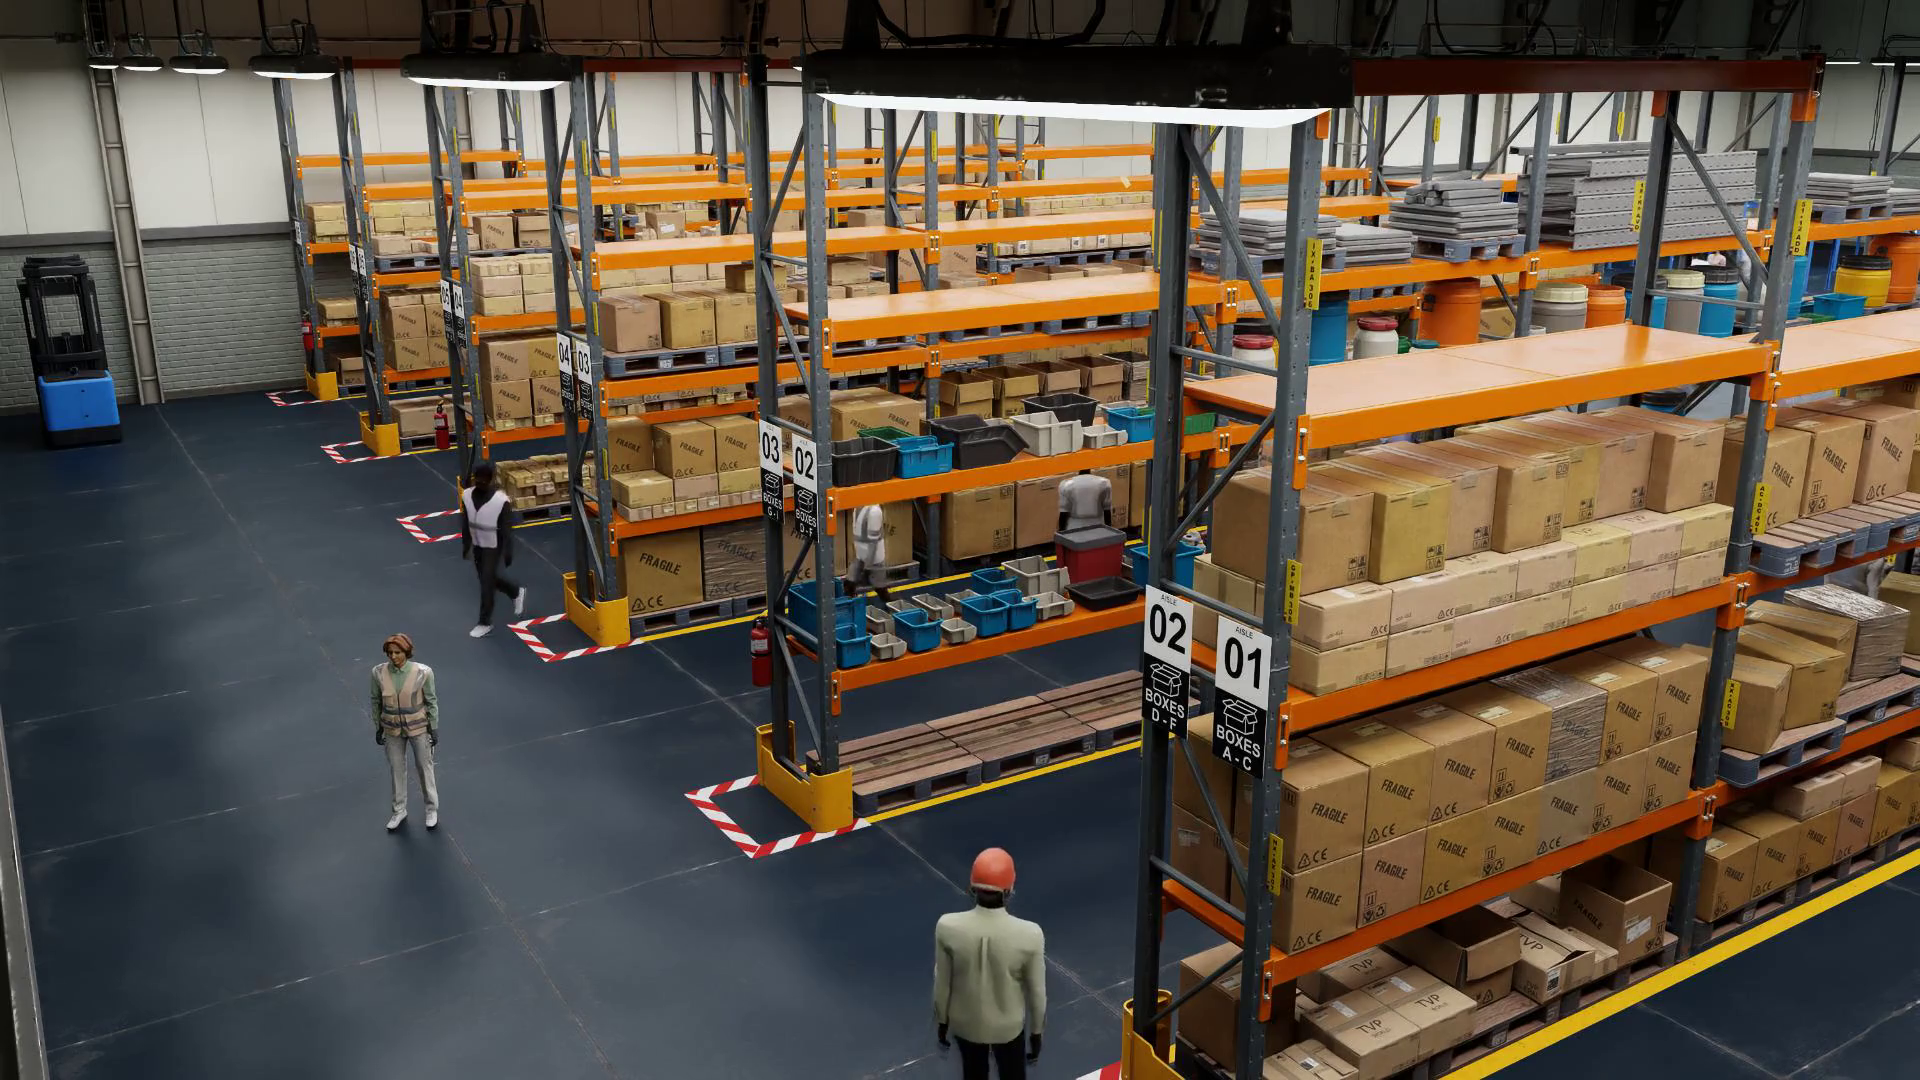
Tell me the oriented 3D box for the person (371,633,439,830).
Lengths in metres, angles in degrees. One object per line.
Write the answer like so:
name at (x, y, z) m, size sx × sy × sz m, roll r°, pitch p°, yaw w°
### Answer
person at (-4.429, 1.523, 12.639) m, size 0.513 × 1.641 × 0.309 m, roll -1°, pitch 17°, yaw -3°

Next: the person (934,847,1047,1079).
person at (0.150, 2.614, 8.503) m, size 0.620 × 1.977 × 0.645 m, roll 3°, pitch 17°, yaw 10°

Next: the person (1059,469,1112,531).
person at (1.366, -0.091, 17.380) m, size 0.613 × 1.963 × 0.362 m, roll -3°, pitch 17°, yaw -10°

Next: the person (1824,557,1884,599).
person at (8.655, 0.611, 15.301) m, size 0.404 × 1.834 × 0.591 m, roll -5°, pitch 18°, yaw -17°

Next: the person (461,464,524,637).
person at (-5.046, 0.051, 17.050) m, size 0.623 × 1.885 × 0.797 m, roll 8°, pitch 19°, yaw 25°

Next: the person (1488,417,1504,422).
person at (6.868, -0.911, 20.412) m, size 0.317 × 1.766 × 0.535 m, roll -12°, pitch 20°, yaw -33°

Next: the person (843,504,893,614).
person at (-1.071, 0.181, 16.627) m, size 0.969 × 1.882 × 0.554 m, roll -8°, pitch 19°, yaw -24°

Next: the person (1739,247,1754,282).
person at (19.386, -6.576, 38.871) m, size 0.523 × 1.844 × 0.922 m, roll -2°, pitch 17°, yaw -8°

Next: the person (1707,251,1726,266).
person at (18.222, -6.334, 38.187) m, size 0.316 × 1.769 × 0.523 m, roll -8°, pitch 19°, yaw -25°

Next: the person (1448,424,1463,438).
person at (6.272, -0.978, 20.312) m, size 0.435 × 1.958 × 0.658 m, roll 10°, pitch 20°, yaw 29°

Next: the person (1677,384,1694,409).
person at (11.014, -2.247, 24.563) m, size 0.676 × 1.899 × 0.634 m, roll 5°, pitch 18°, yaw 16°

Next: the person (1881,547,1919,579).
person at (9.927, 0.276, 16.419) m, size 0.403 × 1.827 × 0.602 m, roll -10°, pitch 19°, yaw -29°

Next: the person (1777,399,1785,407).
person at (12.476, -2.118, 24.162) m, size 0.517 × 1.890 × 0.637 m, roll 7°, pitch 18°, yaw 23°

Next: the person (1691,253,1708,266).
person at (16.495, -5.667, 35.618) m, size 0.618 × 1.989 × 1.041 m, roll 6°, pitch 18°, yaw 20°

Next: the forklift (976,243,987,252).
forklift at (0.988, -5.474, 34.718) m, size 1.214 × 2.155 × 2.313 m, roll -10°, pitch 20°, yaw -31°

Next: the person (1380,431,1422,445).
person at (5.723, -1.038, 20.562) m, size 0.540 × 1.930 × 0.387 m, roll 1°, pitch 17°, yaw 2°

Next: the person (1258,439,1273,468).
person at (3.940, -0.819, 19.832) m, size 0.378 × 1.925 × 0.594 m, roll -11°, pitch 20°, yaw -31°

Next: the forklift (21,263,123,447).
forklift at (-14.518, -3.079, 25.708) m, size 1.129 × 2.768 × 1.873 m, roll -10°, pitch 20°, yaw -31°
